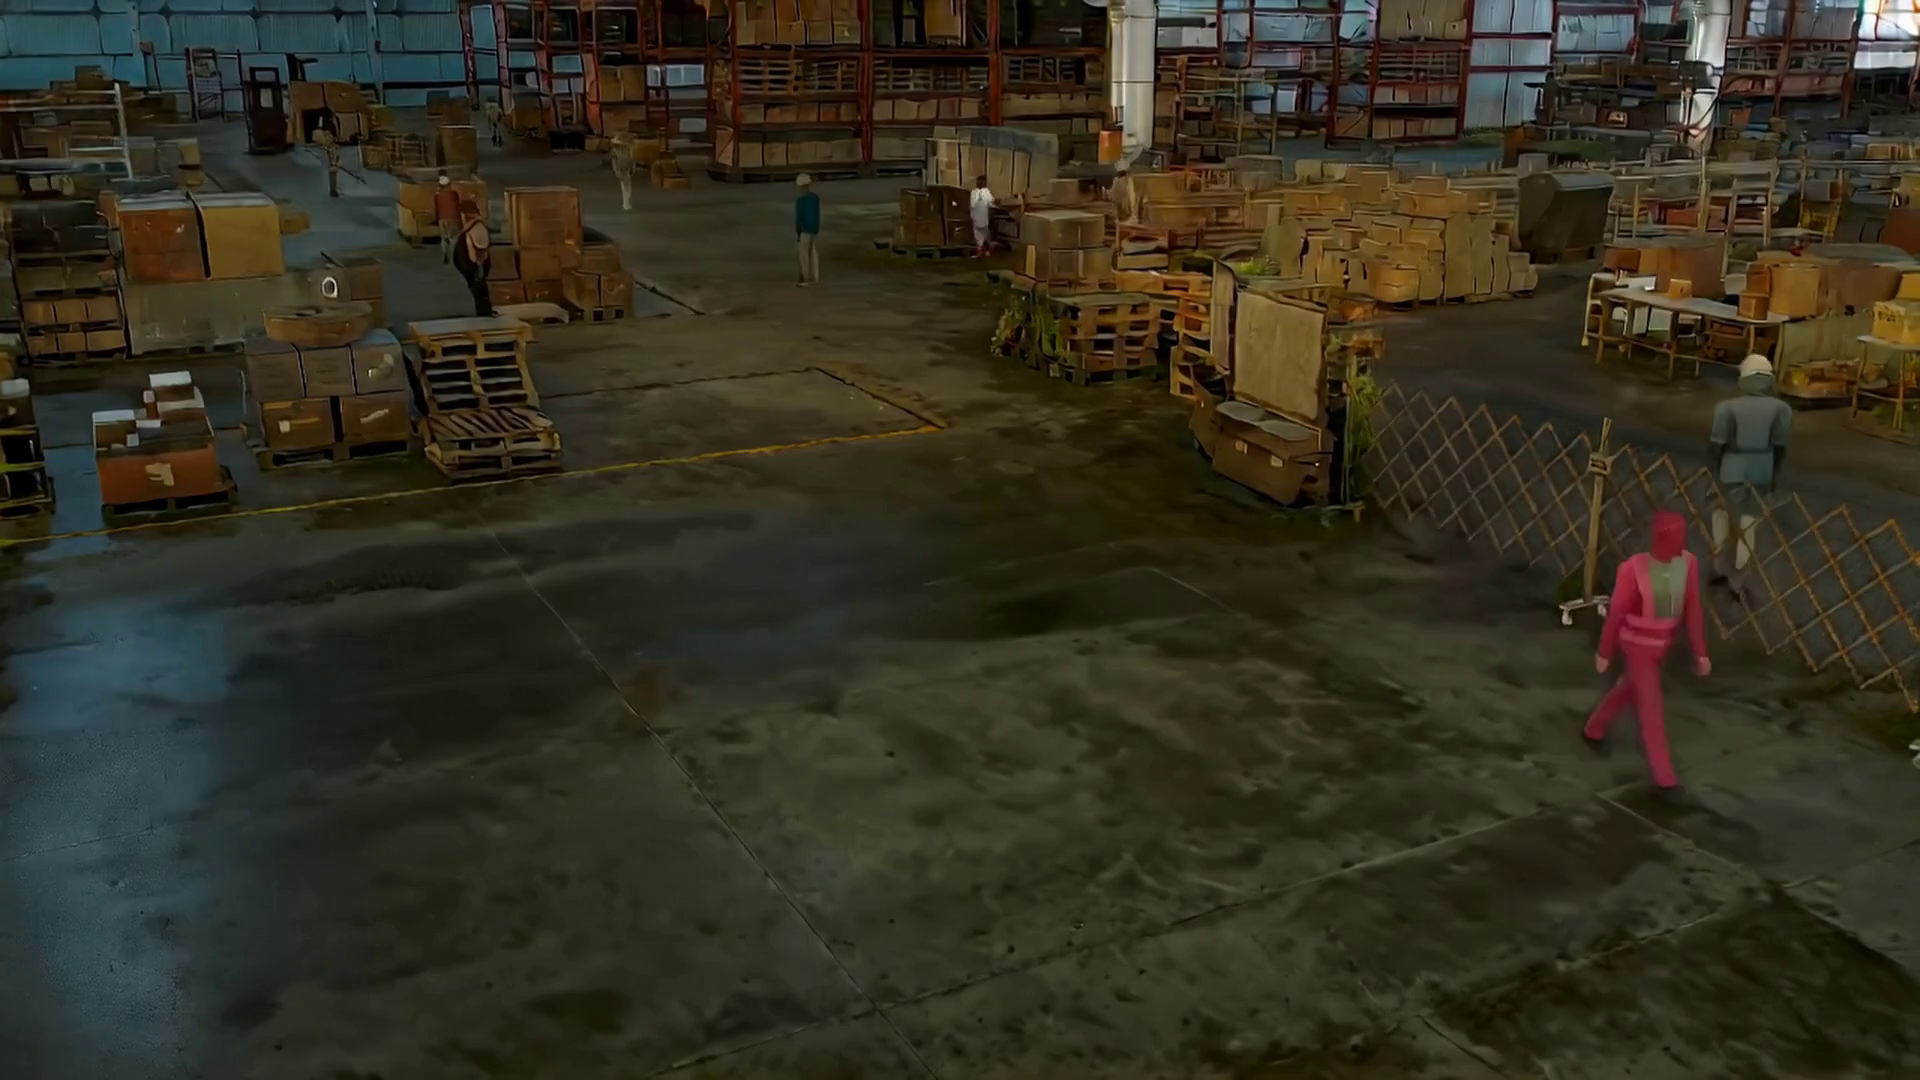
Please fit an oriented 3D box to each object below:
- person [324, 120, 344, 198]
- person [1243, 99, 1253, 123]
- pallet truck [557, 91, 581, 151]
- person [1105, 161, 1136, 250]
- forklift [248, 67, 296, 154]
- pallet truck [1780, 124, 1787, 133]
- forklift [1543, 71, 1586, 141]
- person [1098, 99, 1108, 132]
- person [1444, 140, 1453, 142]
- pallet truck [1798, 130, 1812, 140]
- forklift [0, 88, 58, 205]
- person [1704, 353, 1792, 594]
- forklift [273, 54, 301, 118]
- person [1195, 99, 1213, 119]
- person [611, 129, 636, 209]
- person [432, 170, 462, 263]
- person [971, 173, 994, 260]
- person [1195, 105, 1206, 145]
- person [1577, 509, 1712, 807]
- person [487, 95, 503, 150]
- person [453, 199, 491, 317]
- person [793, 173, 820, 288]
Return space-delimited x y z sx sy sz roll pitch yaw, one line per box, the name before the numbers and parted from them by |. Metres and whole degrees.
person | -16.232 -9.859 43.042 0.363 1.963 0.612 -4 18 -13
person | 11.427 -17.103 66.223 0.852 1.597 0.519 -8 19 -23
pallet truck | -13.495 -14.412 57.188 0.823 1.965 1.885 -3 18 -9
person | 3.344 -6.845 33.933 0.900 1.794 0.579 -9 20 -26
forklift | -23.317 -14.510 56.071 1.129 2.768 1.873 -2 18 -5
pallet truck | 25.206 -12.542 52.601 1.601 1.201 0.680 0 18 -2
forklift | 18.685 -13.231 52.085 1.873 2.768 1.129 -9 20 -26
person | 5.594 -16.521 64.249 0.552 1.683 0.415 0 18 -1
person | 17.903 -15.349 60.696 0.278 1.631 0.507 17 24 42
pallet truck | 25.526 -11.556 49.408 1.630 1.274 0.653 -9 20 -26
forklift | -23.611 -9.725 41.154 1.873 2.768 1.129 -9 20 -26
person | 6.579 -0.550 13.959 0.616 2.010 0.538 5 18 15
forklift | -28.179 -19.172 70.605 1.873 2.768 1.129 -9 20 -26
person | 8.420 -14.511 57.631 0.659 1.908 0.768 0 18 0
person | -8.282 -9.123 40.856 0.566 1.896 0.919 -8 20 -24
person | -9.858 -6.226 32.038 0.525 1.770 0.306 -3 18 -10
person | 0.445 -6.311 32.422 0.449 1.686 0.548 -8 19 -23
person | 7.989 -13.598 55.201 0.541 1.659 0.547 -8 20 -24
person | 4.315 0.673 10.454 0.567 1.827 1.052 -9 20 -26
person | -16.080 -14.412 57.406 0.520 1.865 0.335 -16 24 -41
person | -7.291 -4.074 24.890 0.537 2.000 0.679 -8 20 -24
person | -2.701 -5.439 29.234 0.394 1.987 0.626 12 21 33
